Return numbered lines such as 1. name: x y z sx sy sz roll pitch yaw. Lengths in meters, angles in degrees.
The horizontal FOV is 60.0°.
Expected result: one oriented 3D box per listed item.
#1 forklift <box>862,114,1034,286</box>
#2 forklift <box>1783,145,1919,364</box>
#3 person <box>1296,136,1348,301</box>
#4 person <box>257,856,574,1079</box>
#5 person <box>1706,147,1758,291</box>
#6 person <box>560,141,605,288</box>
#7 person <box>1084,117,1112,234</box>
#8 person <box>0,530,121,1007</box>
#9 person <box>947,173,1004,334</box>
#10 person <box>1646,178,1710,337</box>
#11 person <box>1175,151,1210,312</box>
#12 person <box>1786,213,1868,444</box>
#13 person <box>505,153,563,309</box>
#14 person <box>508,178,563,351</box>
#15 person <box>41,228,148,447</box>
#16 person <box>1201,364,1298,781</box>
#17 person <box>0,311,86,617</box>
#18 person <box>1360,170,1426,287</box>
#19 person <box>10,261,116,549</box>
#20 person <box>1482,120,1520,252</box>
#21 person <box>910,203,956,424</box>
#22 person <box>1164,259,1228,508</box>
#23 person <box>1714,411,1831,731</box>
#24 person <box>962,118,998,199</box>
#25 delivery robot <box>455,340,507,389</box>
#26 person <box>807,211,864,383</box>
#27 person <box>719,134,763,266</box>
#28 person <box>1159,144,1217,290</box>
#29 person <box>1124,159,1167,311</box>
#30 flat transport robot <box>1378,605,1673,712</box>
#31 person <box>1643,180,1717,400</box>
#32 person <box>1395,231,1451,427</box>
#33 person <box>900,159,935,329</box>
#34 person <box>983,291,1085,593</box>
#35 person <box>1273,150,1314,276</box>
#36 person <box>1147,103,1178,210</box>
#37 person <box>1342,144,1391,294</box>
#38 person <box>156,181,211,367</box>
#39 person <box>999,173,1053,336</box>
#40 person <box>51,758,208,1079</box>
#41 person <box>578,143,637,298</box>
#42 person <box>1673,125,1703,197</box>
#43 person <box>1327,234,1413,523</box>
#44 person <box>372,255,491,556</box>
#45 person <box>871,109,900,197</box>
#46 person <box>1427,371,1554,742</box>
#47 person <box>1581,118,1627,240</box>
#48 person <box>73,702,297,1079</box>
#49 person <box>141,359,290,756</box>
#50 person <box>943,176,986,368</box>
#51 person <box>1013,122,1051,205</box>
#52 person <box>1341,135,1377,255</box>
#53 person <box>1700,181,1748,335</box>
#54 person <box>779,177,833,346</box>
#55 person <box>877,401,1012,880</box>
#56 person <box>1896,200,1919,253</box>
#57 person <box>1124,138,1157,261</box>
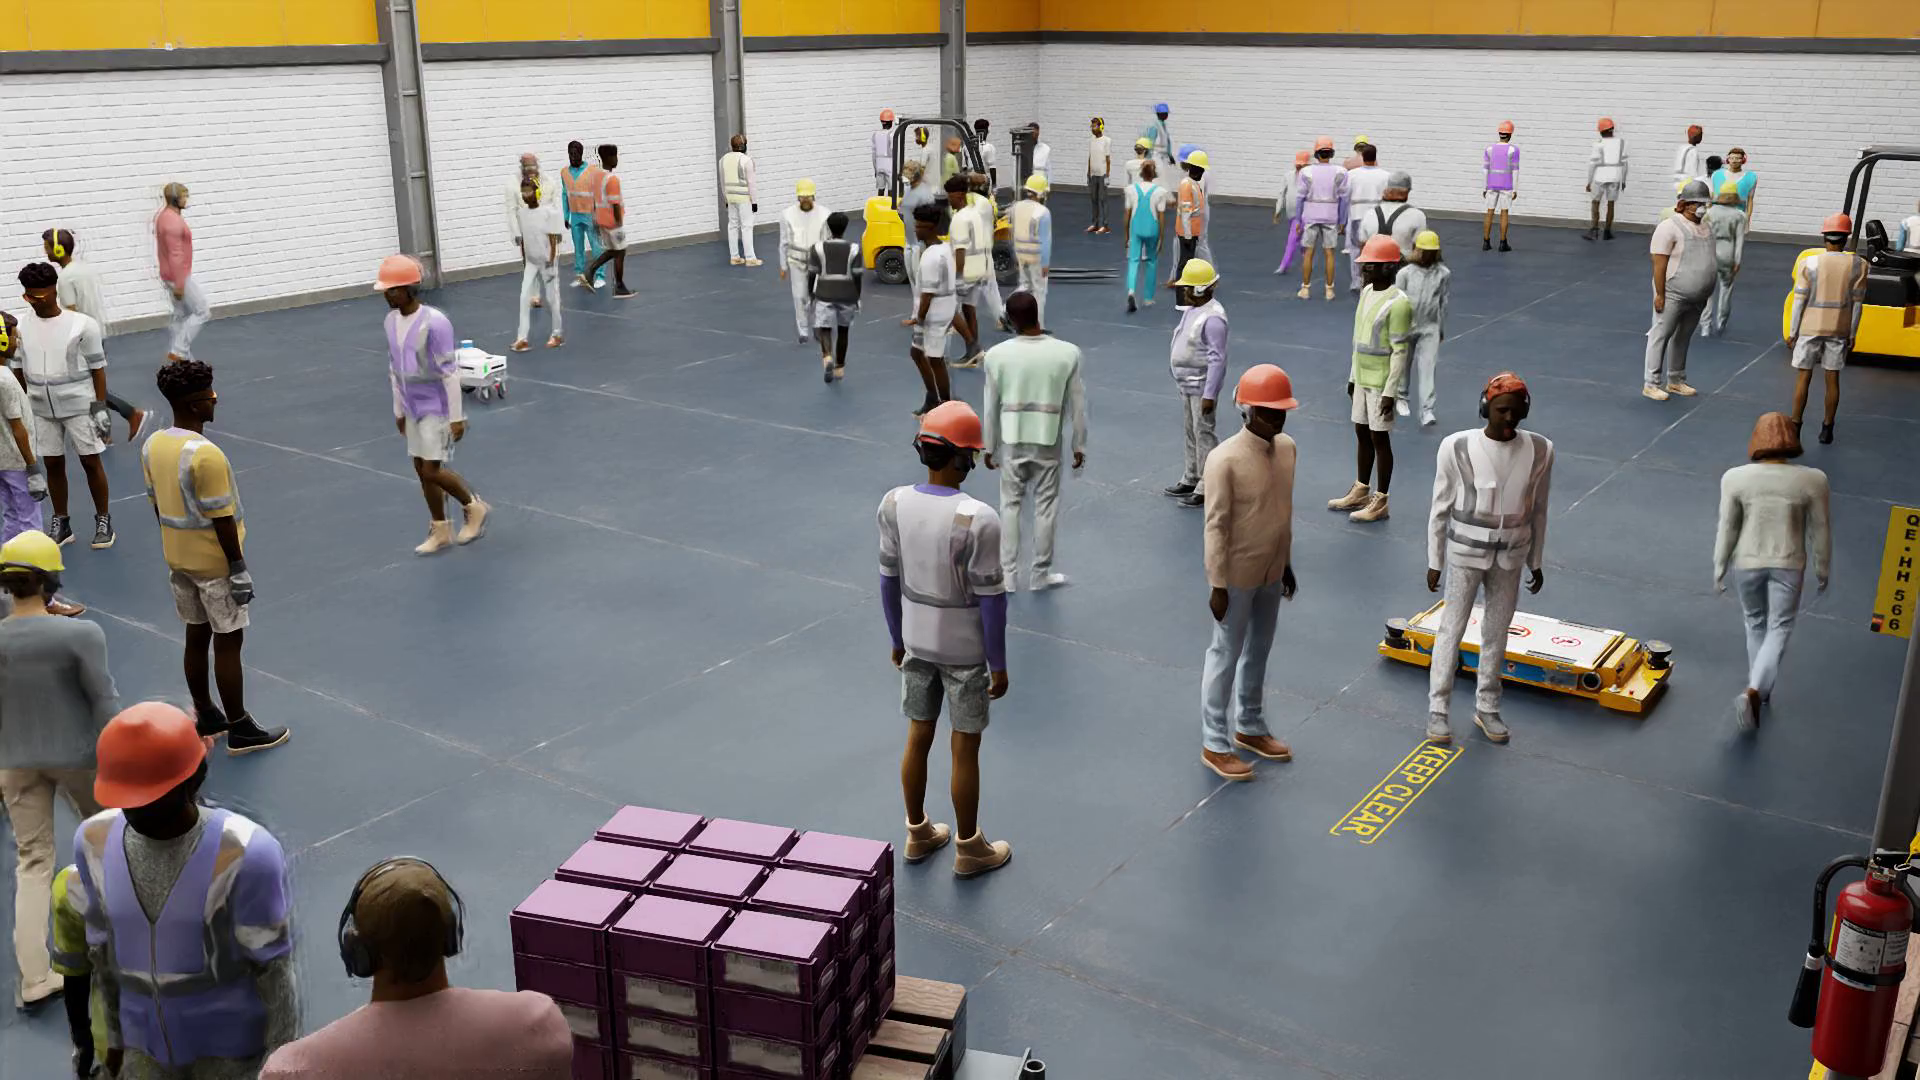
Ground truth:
1. forklift: -0.171 -4.594 22.377 2.313 2.155 1.214 1 18 3
2. forklift: 9.803 -2.879 17.013 2.313 2.155 1.214 12 21 33
3. person: 4.539 -4.044 20.944 0.618 2.029 0.461 3 18 11
4. person: -1.124 1.565 3.551 0.651 1.916 0.484 -8 19 -24
5. person: 9.944 -4.145 21.532 0.563 1.847 0.388 10 20 29
6. person: -4.948 -4.276 21.859 0.585 1.910 0.392 6 19 18
7. person: 2.262 -5.942 27.139 0.313 1.864 0.510 -14 23 -38
8. person: -3.392 0.822 6.238 0.558 1.697 0.912 -2 18 -7
9. person: 0.215 -3.233 18.790 0.958 1.777 0.673 -14 22 -37
10. person: 7.963 -3.111 18.429 0.523 1.769 0.322 12 21 33
11. person: 2.802 -3.733 20.135 0.382 1.917 0.585 5 18 14
12. person: 7.243 -1.766 13.964 0.542 1.928 0.374 5 19 16
13. person: -5.151 -3.752 20.254 0.648 1.878 0.730 -7 19 -20
14. person: -4.529 -2.902 17.685 0.516 1.833 0.878 5 18 15
15. person: -7.162 -1.652 13.741 0.587 1.850 0.532 -2 18 -8
16. person: 1.383 0.145 7.878 0.620 1.993 0.391 -16 24 -41
17. person: -5.605 -0.430 9.888 0.519 1.865 0.328 12 22 34
18. person: 4.338 -2.698 16.696 0.655 2.000 0.697 -17 24 -42
19. person: -6.035 -0.892 11.179 0.601 1.958 0.380 -2 18 -6
20. person: 8.162 -5.338 25.116 0.543 1.939 0.360 12 22 34
21. person: -0.291 -1.948 14.480 0.567 1.948 0.618 2 18 7
22. person: 1.736 -1.144 12.183 0.404 1.827 0.588 -3 18 -8
23. person: 4.122 0.156 8.488 0.551 1.600 0.732 10 20 28
24. person: 0.313 -5.377 25.202 0.625 1.964 0.366 12 22 34
25. delivery robot: -4.606 -1.626 15.592 0.707 0.478 0.477 8 19 24
26. person: -1.203 -2.340 16.166 0.569 1.669 0.691 -2 18 -5
27. person: -3.115 -4.836 23.706 0.622 1.845 0.429 12 22 34
28. person: 2.968 -4.137 21.425 0.893 1.890 0.631 -6 19 -19
29. person: 2.229 -3.696 20.189 0.525 1.823 0.829 5 18 15
30. flat transport robot: 3.130 0.604 9.227 1.431 0.197 0.652 12 21 33
31. person: 6.790 -2.333 15.555 0.674 2.000 0.535 -9 20 -26
32. person: 4.043 -1.862 14.626 0.501 1.690 0.918 1 18 3
33. person: -0.485 -3.357 18.950 0.380 1.929 0.640 -8 19 -23
34. person: 0.448 -0.586 10.342 0.640 1.893 0.373 2 18 5
35. person: 4.698 -4.543 23.017 0.914 1.704 0.561 -14 22 -37
36. person: 3.698 -6.975 30.289 1.006 1.899 0.610 7 19 22
37. person: 5.234 -4.127 21.412 0.632 1.881 0.814 4 18 13
38. person: -7.751 -2.604 16.597 0.426 1.926 0.644 -10 20 -29
39. person: 0.758 -3.122 18.380 0.549 1.822 0.592 -14 22 -37
40. person: -2.146 1.385 4.549 0.540 1.665 0.600 -8 19 -22
41. person: -4.460 -4.007 20.947 0.630 1.944 0.611 -12 21 -32
42. person: 11.030 -5.340 25.220 0.396 1.870 0.613 2 18 6
43. person: 2.926 -1.138 11.812 0.377 2.045 0.605 -5 18 -14
44. person: -3.521 -0.871 10.988 0.657 2.034 0.530 12 21 34
45. person: -1.218 -6.213 27.856 0.543 1.939 0.360 12 22 34
46. person: 2.596 0.094 8.215 0.584 1.883 0.337 0 18 -1
47. person: 10.214 -5.686 26.288 0.650 1.903 0.521 1 18 3
48. person: -2.008 1.303 4.365 0.565 1.918 0.398 1 18 4
49. person: -3.662 0.087 8.102 0.604 1.966 0.367 12 22 34
50. person: 0.026 -2.700 16.864 0.465 1.937 0.646 7 19 21
51. person: 1.095 -5.420 25.421 0.604 1.895 0.642 -3 18 -11
52. person: 5.934 -5.151 24.841 0.524 1.751 0.368 -1 18 -3
53. person: 8.593 -3.198 18.804 0.489 1.690 0.888 9 20 26
54. person: -1.662 -3.006 18.018 0.605 1.817 0.428 -2 18 -5
55. person: -0.044 0.425 6.937 0.605 2.036 0.388 12 22 34
56. person: 10.500 -2.976 18.228 0.315 1.631 0.516 -15 23 -39
57. person: 2.631 -4.948 24.187 0.524 1.762 0.325 12 22 34
